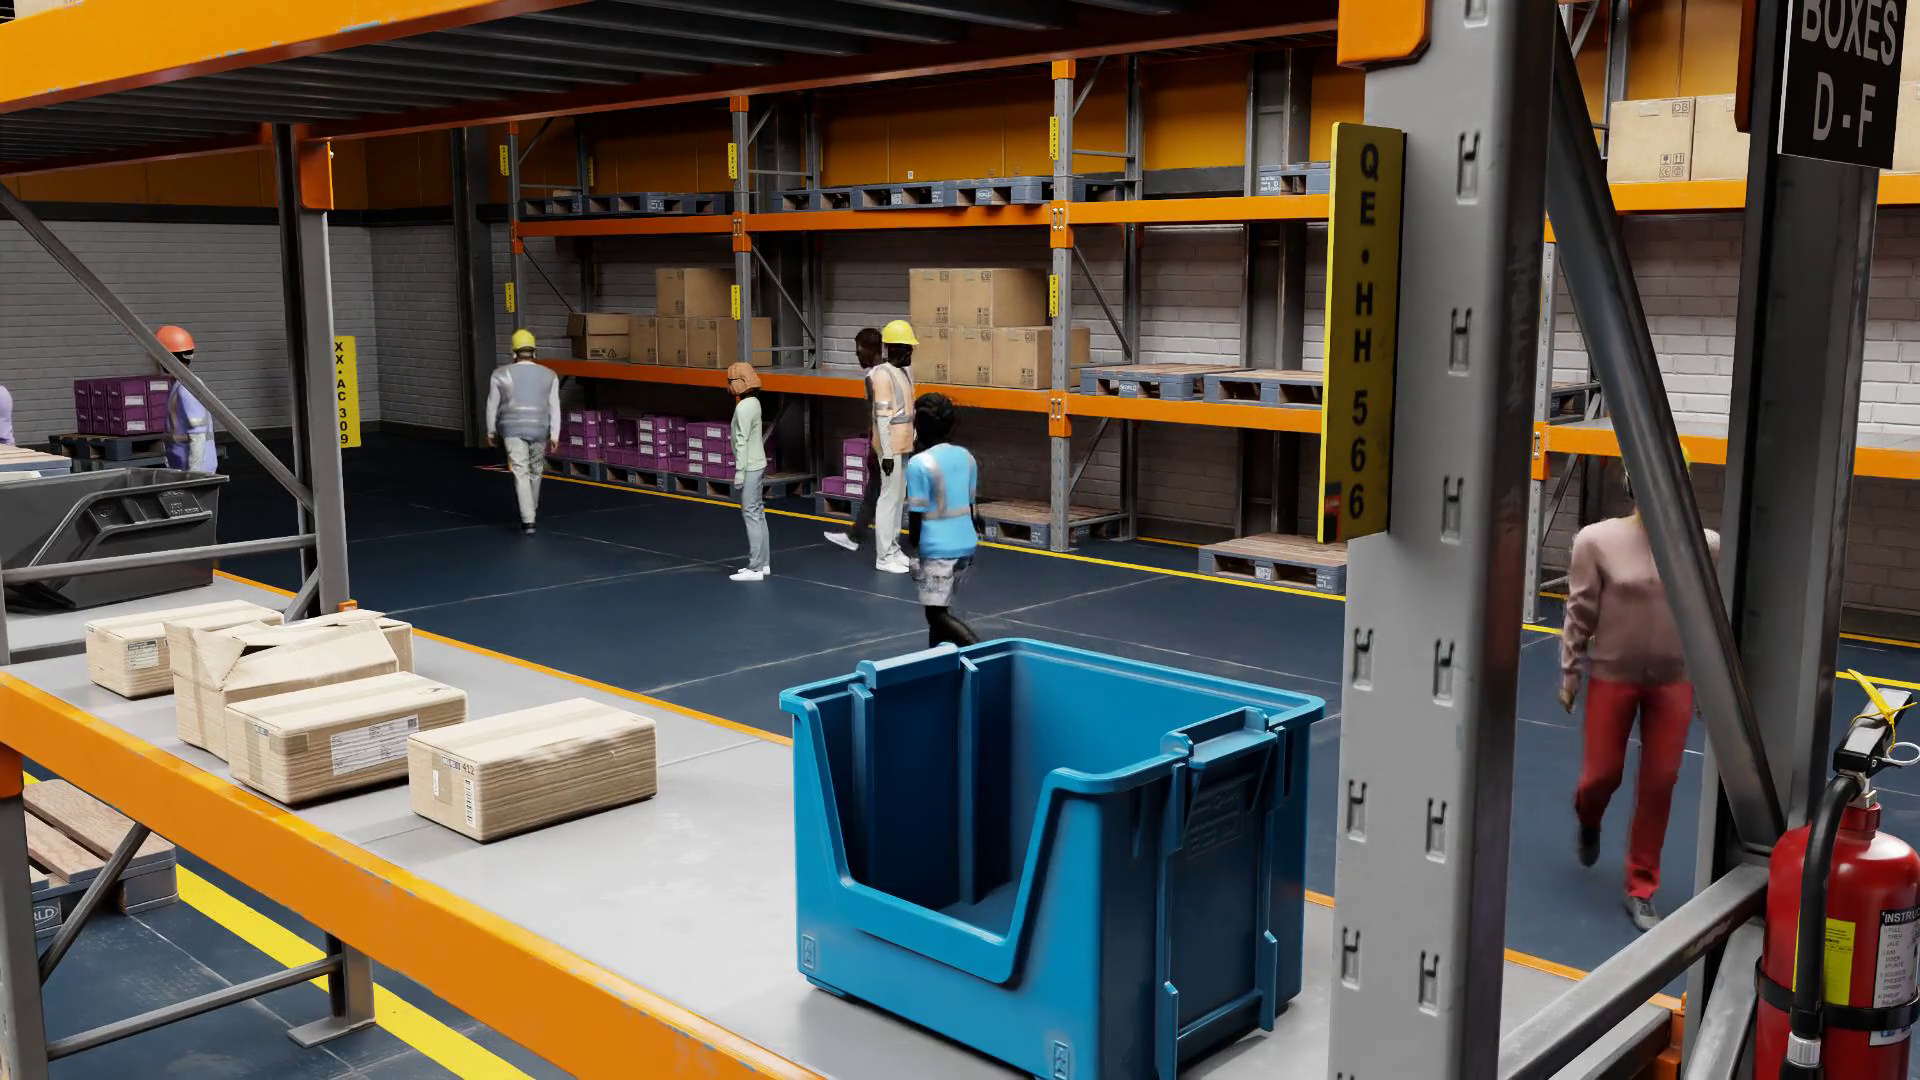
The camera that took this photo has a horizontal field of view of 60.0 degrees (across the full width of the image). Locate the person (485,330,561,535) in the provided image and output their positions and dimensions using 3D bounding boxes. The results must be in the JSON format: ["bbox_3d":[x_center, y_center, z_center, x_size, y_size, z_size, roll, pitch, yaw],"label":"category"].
[{"bbox_3d":[-3.843,-0.952,14.660,0.604,1.787,0.956,-5,11,-28],"label":"person"}]

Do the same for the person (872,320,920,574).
[{"bbox_3d":[-0.481,-0.715,12.742,0.370,1.925,0.595,2,9,13],"label":"person"}]

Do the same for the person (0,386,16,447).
[{"bbox_3d":[-6.125,-0.308,10.227,0.629,1.934,0.376,-8,12,-42],"label":"person"}]

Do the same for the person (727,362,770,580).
[{"bbox_3d":[-1.583,-0.510,12.418,0.282,1.624,0.494,0,9,1],"label":"person"}]

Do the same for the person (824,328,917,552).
[{"bbox_3d":[-0.596,-0.784,13.441,1.024,1.835,0.601,1,9,7],"label":"person"}]

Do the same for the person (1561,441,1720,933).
[{"bbox_3d":[2.425,0.477,5.953,0.539,1.748,0.573,1,9,9],"label":"person"}]

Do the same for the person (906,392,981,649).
[{"bbox_3d":[-0.026,0.058,8.801,0.726,1.677,0.542,6,11,34],"label":"person"}]

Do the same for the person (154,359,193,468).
[{"bbox_3d":[-9.163,-1.663,19.562,0.521,1.594,0.803,4,10,23],"label":"person"}]

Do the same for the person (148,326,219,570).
[{"bbox_3d":[-5.235,-0.479,11.273,0.375,1.934,0.547,-5,10,-26],"label":"person"}]
